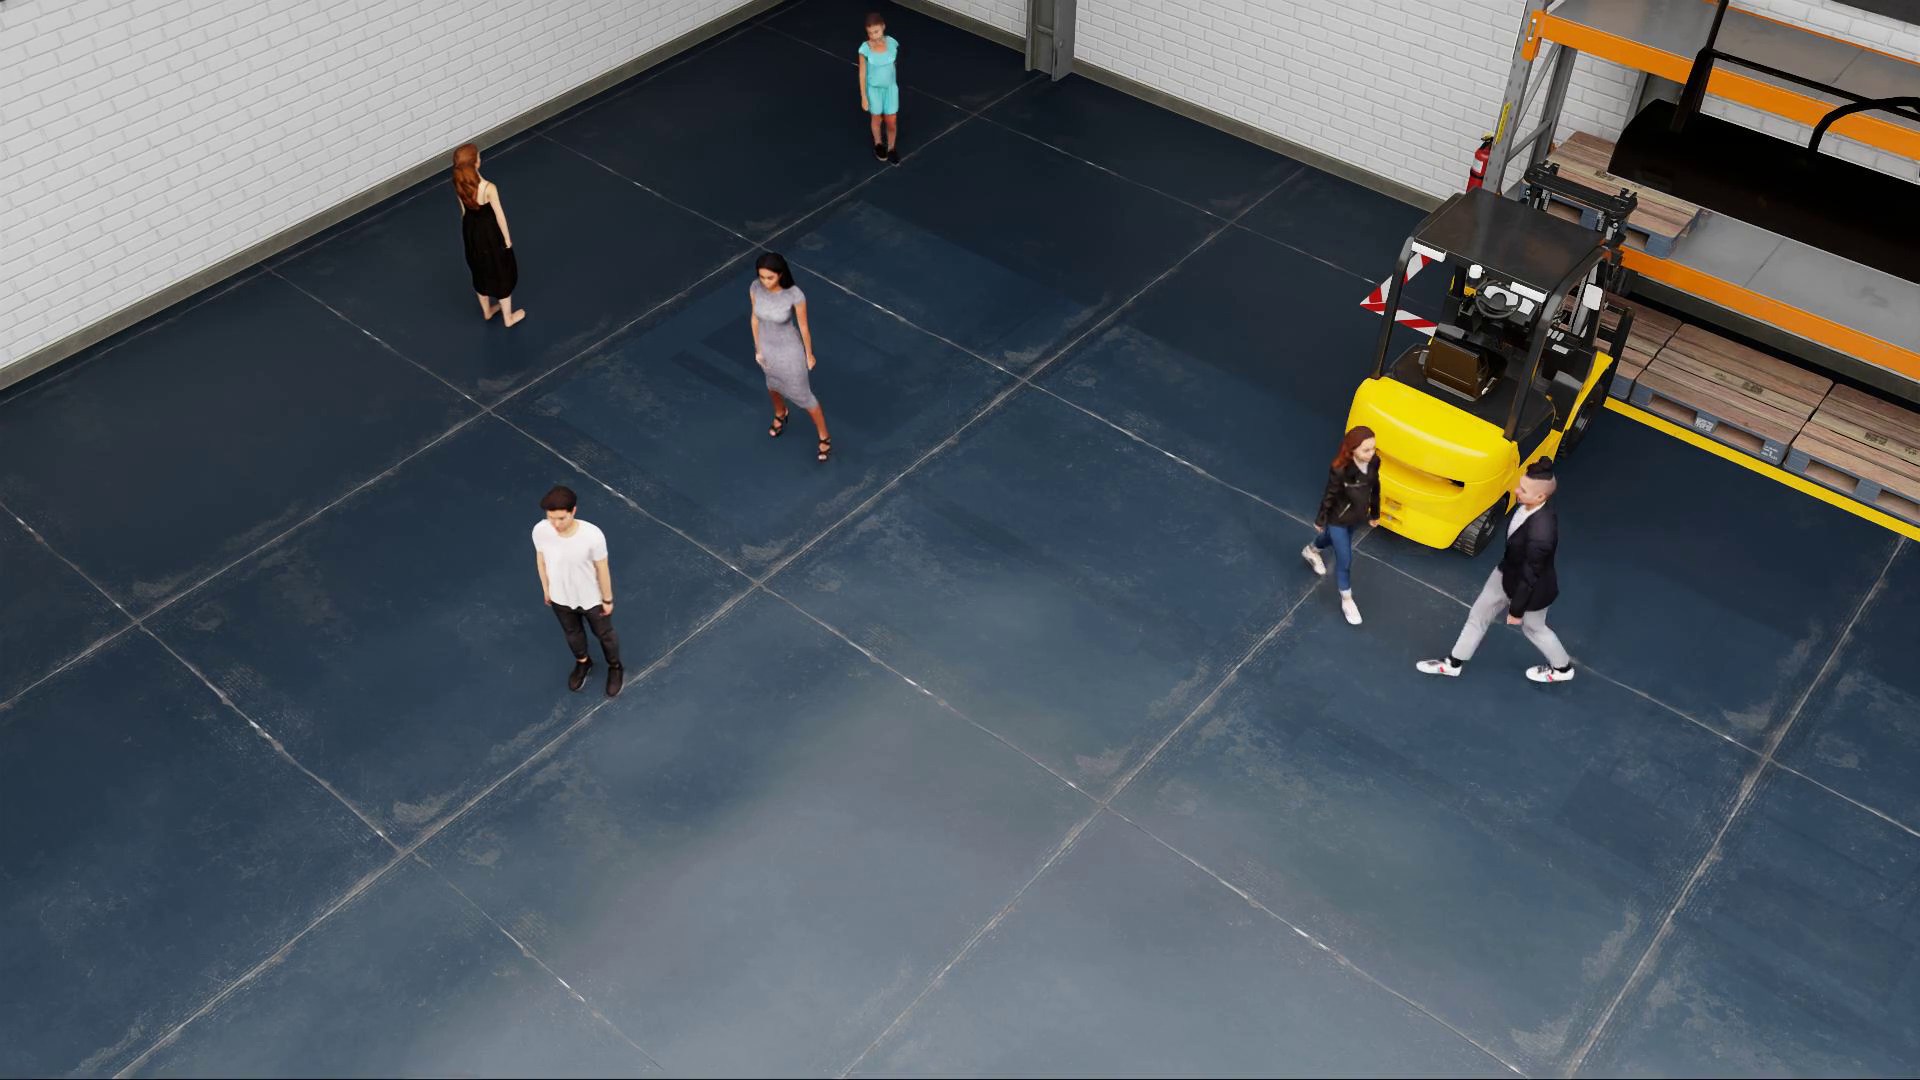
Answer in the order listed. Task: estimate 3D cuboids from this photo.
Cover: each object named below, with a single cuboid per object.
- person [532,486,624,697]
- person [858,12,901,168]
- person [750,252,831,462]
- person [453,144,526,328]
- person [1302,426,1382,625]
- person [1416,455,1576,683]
[{"bbox_3d":[-2.386,0.300,10.419,0.623,1.717,0.751,8,44,9],"label":"person"},{"bbox_3d":[-0.730,-4.162,15.242,0.713,1.524,0.789,-18,46,-18],"label":"person"},{"bbox_3d":[-1.275,-1.372,12.144,0.712,1.759,0.881,15,46,15],"label":"person"},{"bbox_3d":[-3.831,-2.447,13.370,0.589,1.623,0.689,16,46,16],"label":"person"},{"bbox_3d":[2.550,-0.214,11.153,0.758,1.449,1.030,-23,48,-22],"label":"person"},{"bbox_3d":[3.609,0.251,10.339,1.347,1.897,1.233,2,44,2],"label":"person"}]
